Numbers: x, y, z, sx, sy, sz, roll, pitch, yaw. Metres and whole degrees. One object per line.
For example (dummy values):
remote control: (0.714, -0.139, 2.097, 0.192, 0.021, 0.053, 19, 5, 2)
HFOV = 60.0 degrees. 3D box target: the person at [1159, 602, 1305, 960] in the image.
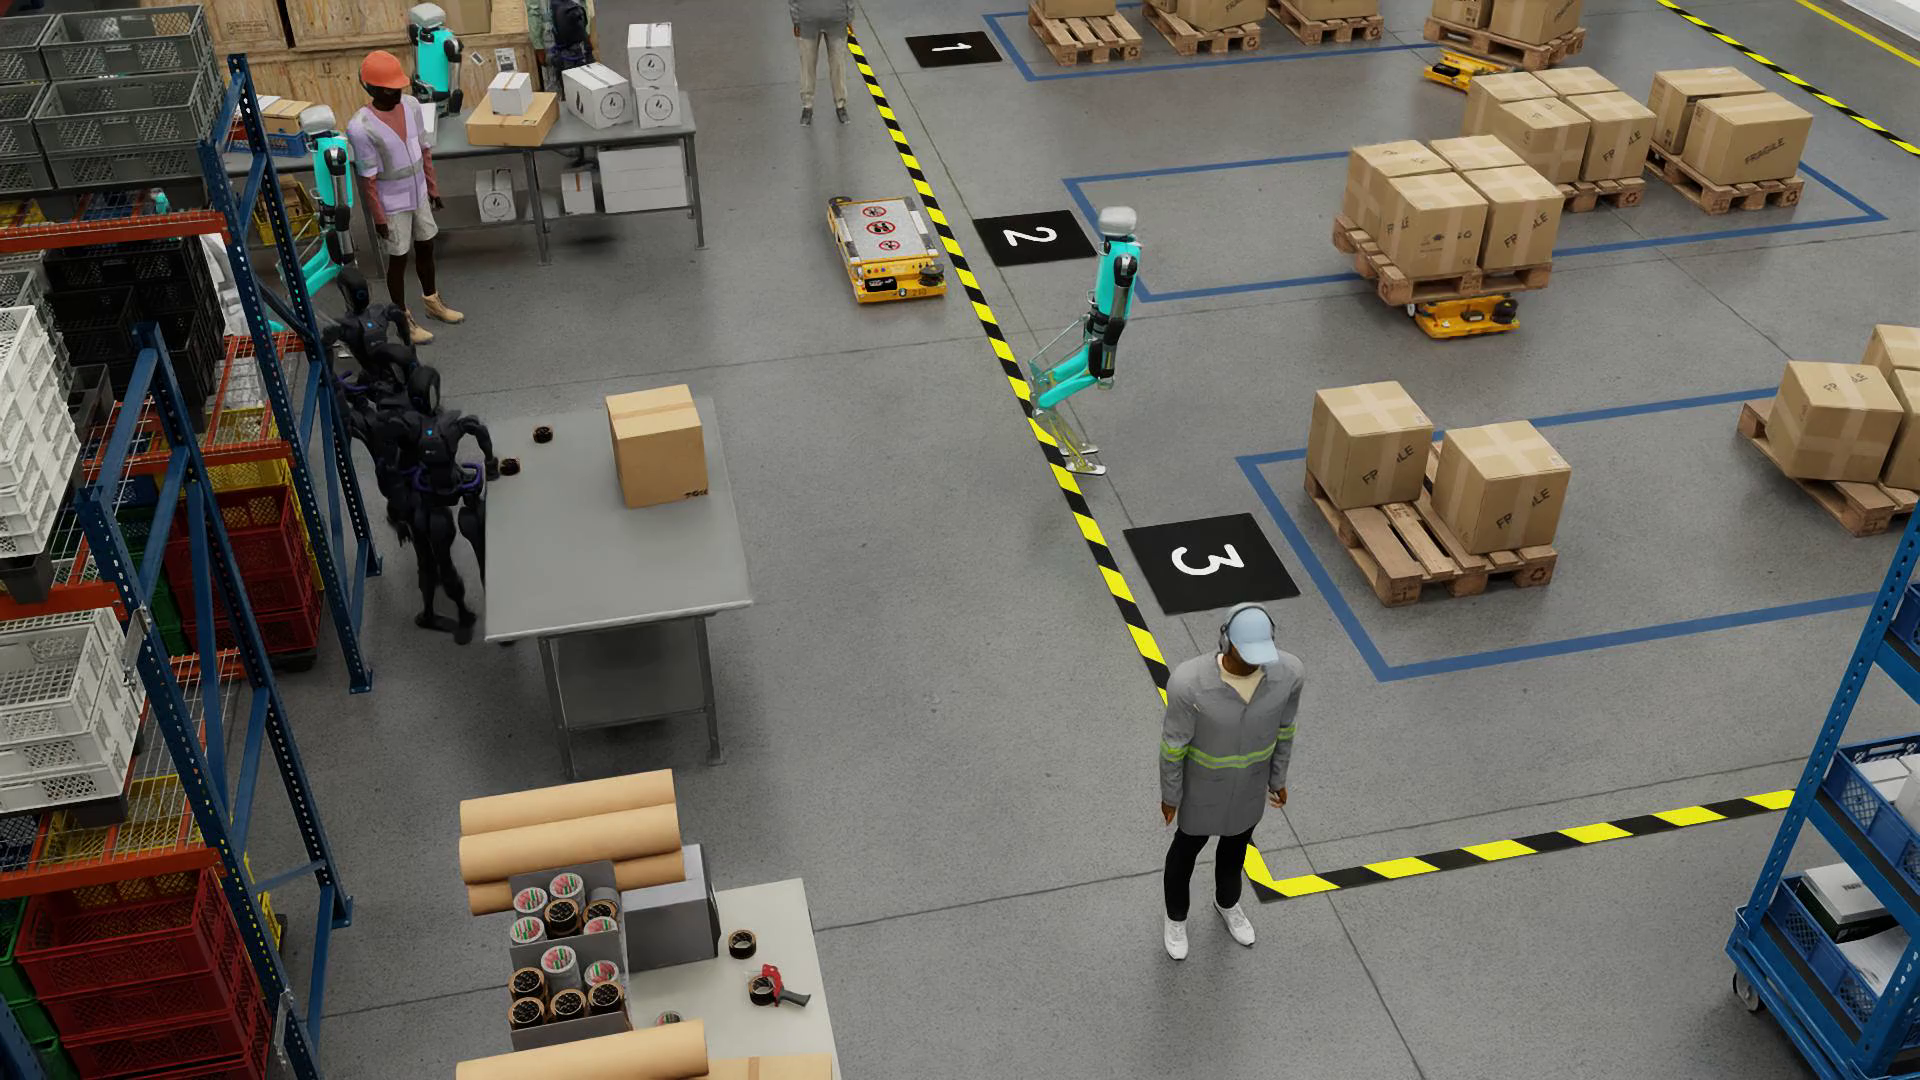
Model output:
person: (1.101, 1.000, 6.883, 0.589, 1.853, 0.372, -8, 37, -11)

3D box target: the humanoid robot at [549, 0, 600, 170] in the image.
humanoid robot: (-3.111, -3.825, 13.511, 0.355, 1.657, 0.602, -27, 44, -31)

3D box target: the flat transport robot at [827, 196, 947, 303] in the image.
flat transport robot: (-0.570, -2.220, 12.538, 0.659, 0.231, 1.431, -8, 37, -10)

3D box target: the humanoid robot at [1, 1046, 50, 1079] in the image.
humanoid robot: (-3.002, 2.195, 5.448, 0.609, 1.636, 0.611, -7, 37, -9)

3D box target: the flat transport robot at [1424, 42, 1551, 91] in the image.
flat transport robot: (5.046, -4.538, 15.629, 1.431, 0.197, 0.652, -30, 46, -34)

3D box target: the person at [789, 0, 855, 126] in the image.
person: (-1.178, -4.444, 14.273, 0.564, 1.762, 0.406, -3, 37, -4)

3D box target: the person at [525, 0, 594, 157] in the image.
person: (-3.279, -4.146, 13.731, 0.411, 1.939, 0.602, 25, 43, 30)

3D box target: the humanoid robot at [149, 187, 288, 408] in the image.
humanoid robot: (-4.532, -1.602, 10.426, 0.677, 1.750, 0.544, -20, 41, -25)

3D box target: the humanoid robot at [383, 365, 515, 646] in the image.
humanoid robot: (-2.629, -0.169, 8.591, 0.611, 1.649, 0.315, -3, 37, -4)

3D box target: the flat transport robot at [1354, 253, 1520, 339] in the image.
flat transport robot: (3.446, -1.917, 12.107, 0.652, 0.197, 1.431, -8, 37, -10)

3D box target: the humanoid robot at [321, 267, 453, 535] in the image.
humanoid robot: (-3.280, -0.779, 9.412, 0.332, 1.647, 0.592, 30, 46, 34)

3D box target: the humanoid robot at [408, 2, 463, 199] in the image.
humanoid robot: (-4.024, -3.018, 12.411, 0.543, 1.818, 0.792, 26, 44, 31)

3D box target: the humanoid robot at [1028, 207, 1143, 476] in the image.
humanoid robot: (0.665, -1.159, 9.769, 0.735, 1.676, 0.533, -1, 37, -1)

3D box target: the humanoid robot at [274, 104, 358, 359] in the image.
humanoid robot: (-4.237, -1.963, 10.849, 0.735, 1.677, 0.533, -17, 40, -21)

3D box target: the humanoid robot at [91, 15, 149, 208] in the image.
humanoid robot: (-6.224, -2.977, 12.323, 1.028, 1.737, 0.530, -16, 40, -20)

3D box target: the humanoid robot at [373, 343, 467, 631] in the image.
humanoid robot: (-2.901, -0.326, 8.818, 0.402, 1.640, 0.602, 6, 37, 8)

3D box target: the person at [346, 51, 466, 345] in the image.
person: (-3.713, -2.288, 11.158, 0.413, 2.034, 0.600, 17, 40, 22)

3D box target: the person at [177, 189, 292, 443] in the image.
person: (-4.428, -1.402, 10.086, 0.360, 1.882, 0.573, -5, 37, -7)
